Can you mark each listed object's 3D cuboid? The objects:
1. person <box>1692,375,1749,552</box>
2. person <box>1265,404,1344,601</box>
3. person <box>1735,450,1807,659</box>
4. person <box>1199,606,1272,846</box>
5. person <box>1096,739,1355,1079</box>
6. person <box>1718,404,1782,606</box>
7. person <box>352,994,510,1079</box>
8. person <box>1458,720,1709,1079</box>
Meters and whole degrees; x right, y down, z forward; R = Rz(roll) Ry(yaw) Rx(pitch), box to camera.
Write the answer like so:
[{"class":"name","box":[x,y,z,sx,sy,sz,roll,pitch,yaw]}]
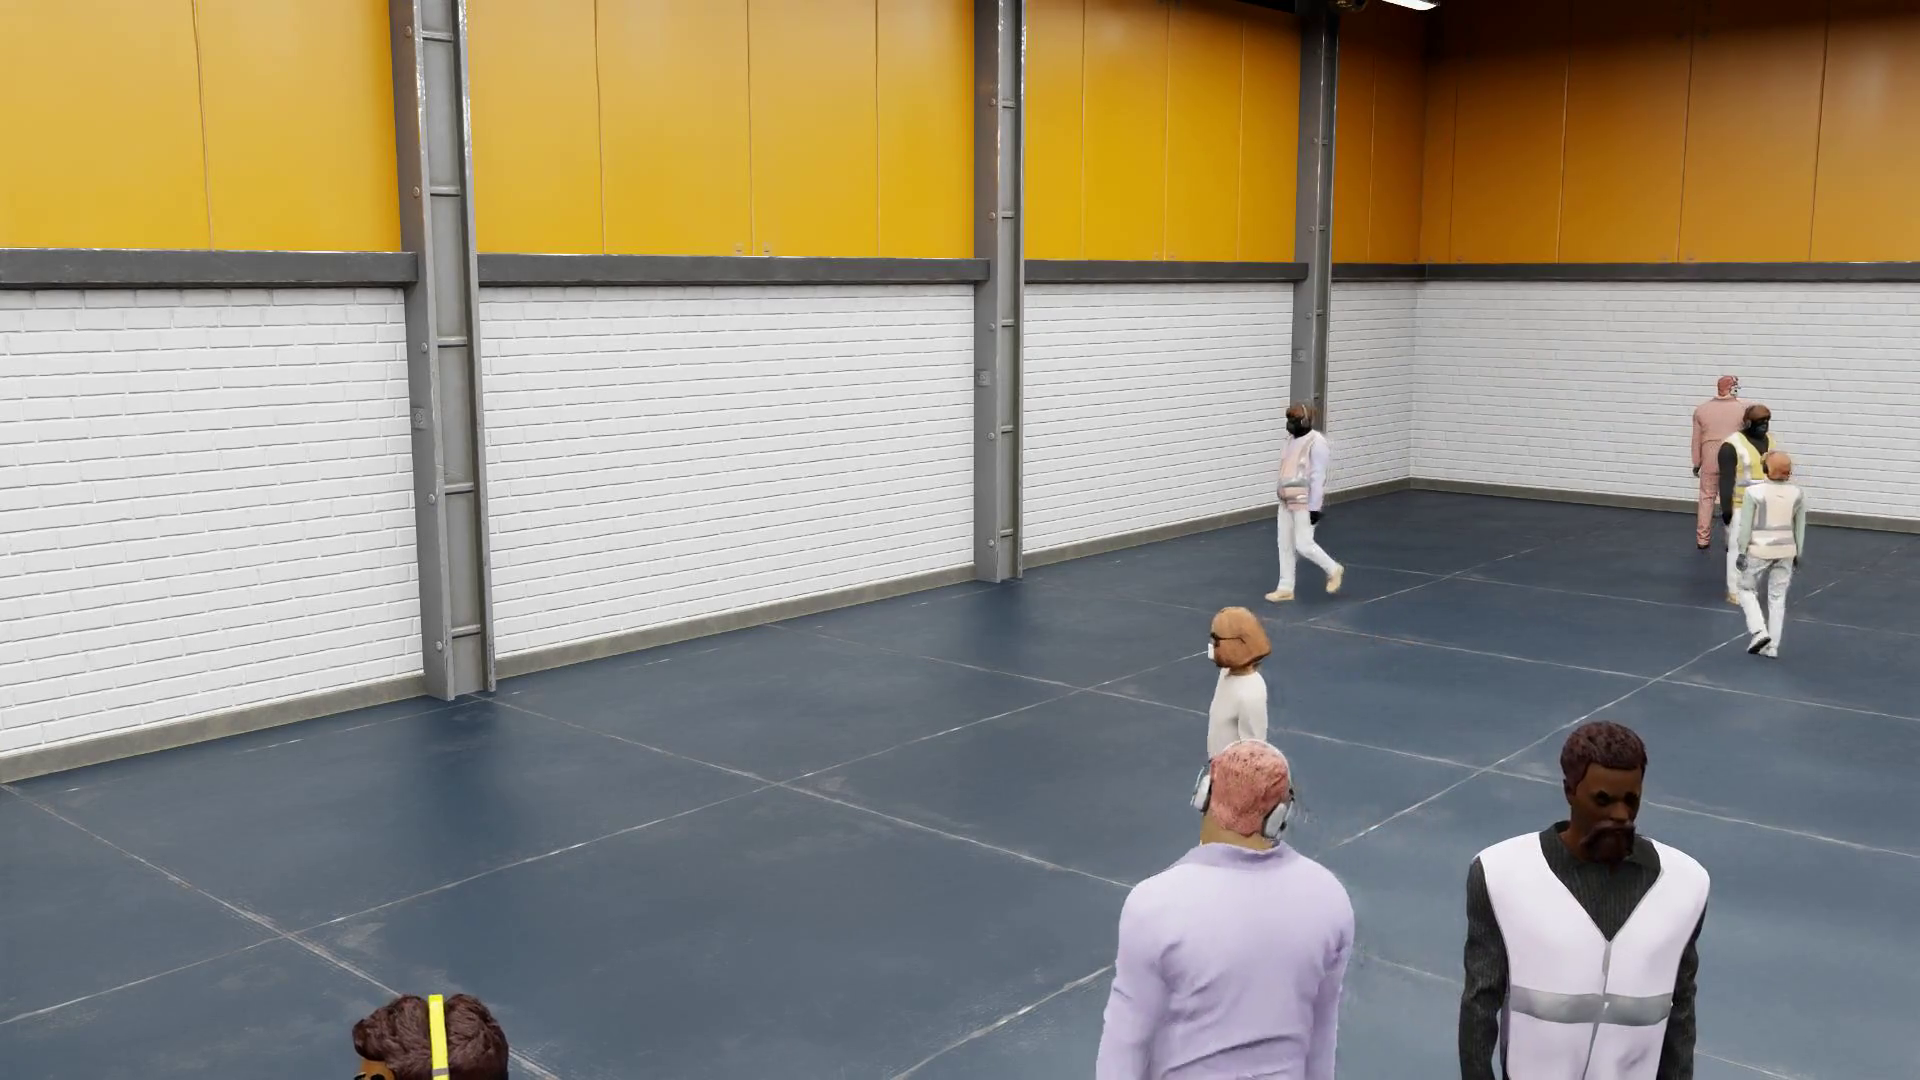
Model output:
[{"class":"person","box":[8.254,-0.826,17.983,0.637,1.904,0.403,9,12,43]},{"class":"person","box":[3.146,-0.336,15.151,0.632,1.820,0.636,-4,10,-22]},{"class":"person","box":[6.281,0.121,12.899,0.531,1.630,0.378,0,9,0]},{"class":"person","box":[1.220,1.064,7.047,0.768,1.603,0.508,0,9,0]},{"class":"person","box":[0.654,1.416,4.035,0.666,1.858,0.796,-4,10,-25]},{"class":"person","box":[7.118,-0.310,14.970,0.657,1.827,0.452,-2,9,-15]},{"class":"person","box":[-0.802,1.623,2.702,0.335,1.873,0.520,-4,10,-24]},{"class":"person","box":[1.524,1.373,4.117,0.593,1.920,0.391,0,9,-2]}]
